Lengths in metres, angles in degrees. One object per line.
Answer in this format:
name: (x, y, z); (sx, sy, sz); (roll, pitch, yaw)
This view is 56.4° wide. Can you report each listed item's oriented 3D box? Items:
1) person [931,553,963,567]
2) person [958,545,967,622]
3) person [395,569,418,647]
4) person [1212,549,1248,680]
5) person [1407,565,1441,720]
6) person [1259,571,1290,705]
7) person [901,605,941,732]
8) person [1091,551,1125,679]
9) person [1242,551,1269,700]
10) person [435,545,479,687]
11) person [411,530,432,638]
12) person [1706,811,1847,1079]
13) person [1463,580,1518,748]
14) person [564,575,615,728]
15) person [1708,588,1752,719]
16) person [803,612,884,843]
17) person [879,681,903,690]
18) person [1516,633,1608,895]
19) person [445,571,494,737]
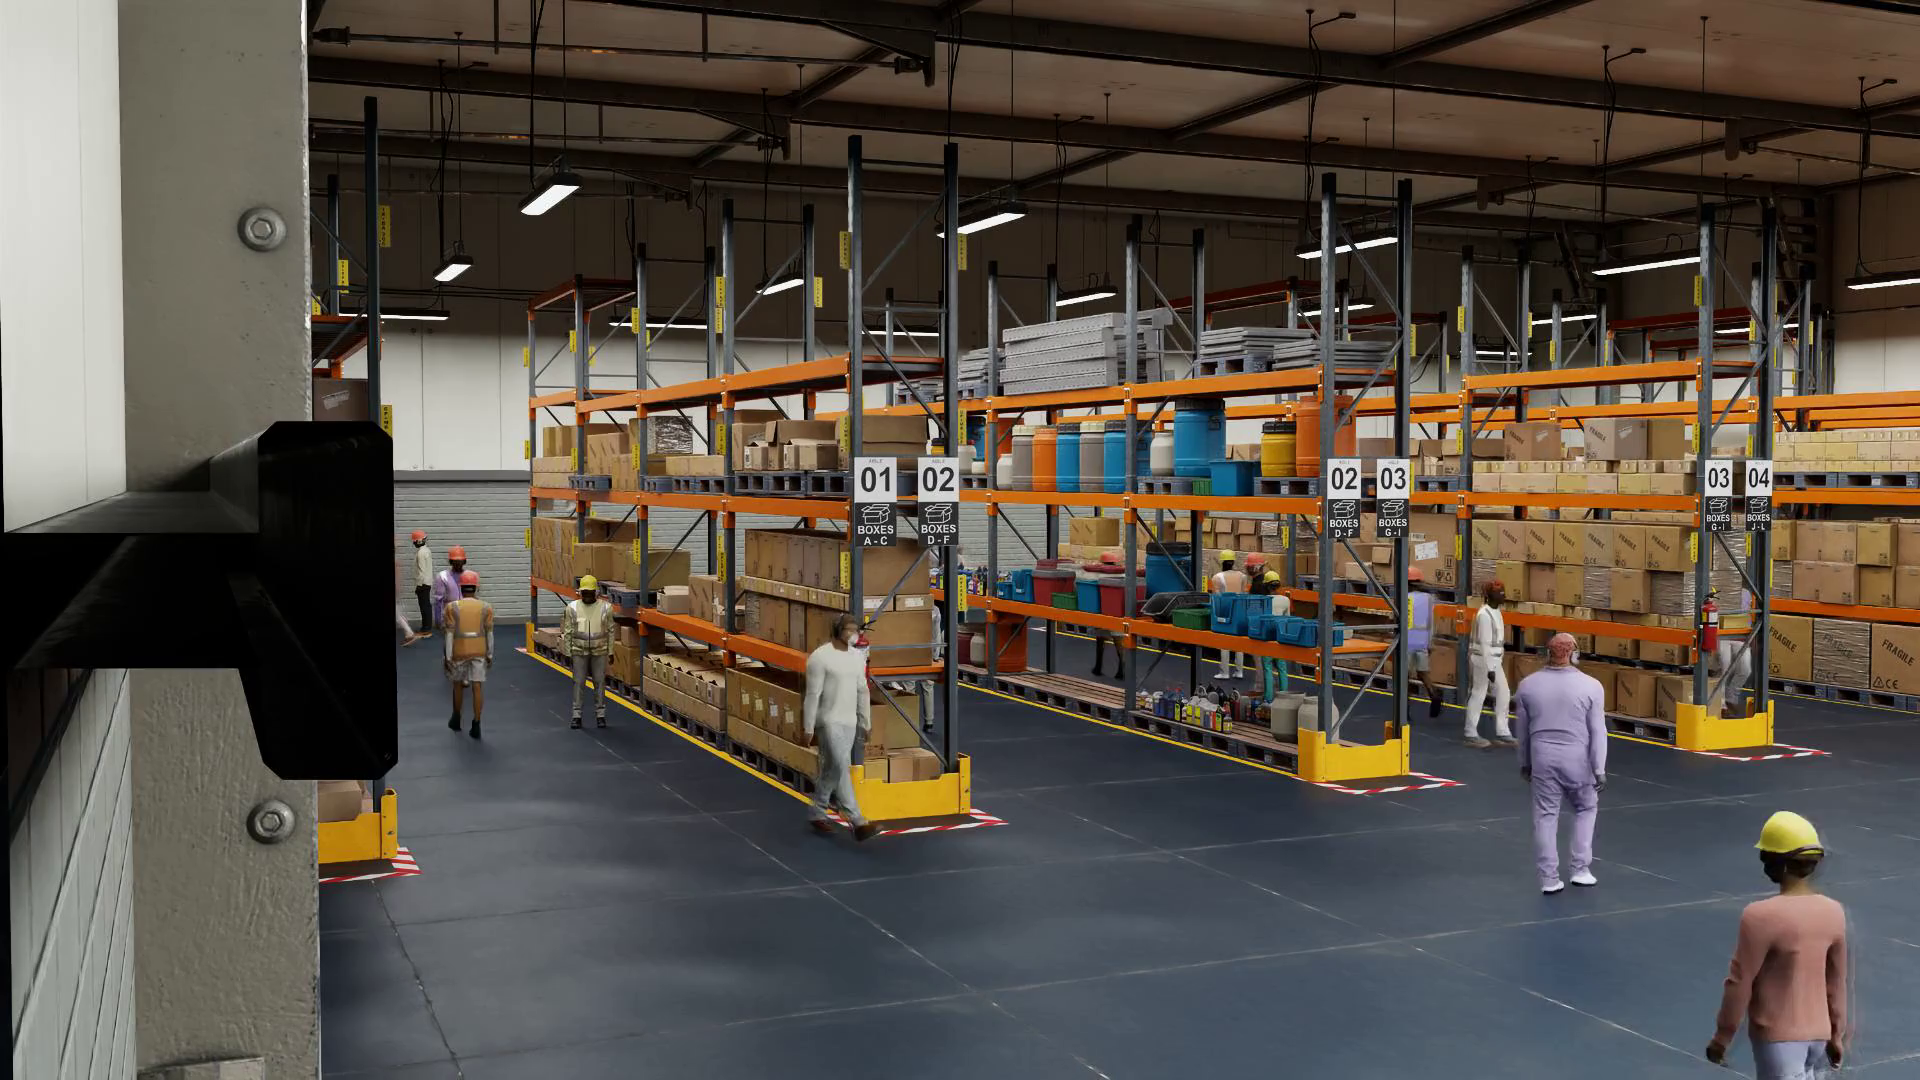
person: (-0.173, 0.859, 32.655); (0.630, 1.914, 0.969); (-1, 2, -26)
person: (-0.166, 0.886, 35.741); (0.672, 1.613, 0.530); (0, 2, 3)
person: (-9.937, 0.907, 31.118); (1.017, 1.952, 0.636); (-1, 2, -19)
person: (3.953, 1.097, 26.396); (0.594, 1.924, 0.382); (-1, 2, -24)
person: (5.604, 1.268, 22.022); (0.557, 1.923, 0.720); (-1, 2, -18)
person: (4.072, 1.291, 23.418); (0.533, 1.767, 0.321); (-1, 2, -26)
person: (-0.516, 1.347, 21.042); (0.596, 1.837, 0.404); (-1, 2, -21)
person: (2.239, 1.106, 26.648); (0.566, 1.898, 0.986); (-1, 2, -19)
person: (4.022, 1.149, 24.230); (0.390, 1.997, 0.620); (0, 2, 5)
person: (-7.236, 1.079, 25.768); (0.613, 2.023, 0.790); (-1, 2, -24)
person: (-9.958, 0.809, 33.136); (0.393, 1.987, 0.608); (0, 2, -5)
person: (3.278, 1.938, 7.009); (0.527, 1.731, 0.871); (-1, 2, -28)
person: (5.936, 1.376, 19.854); (0.764, 1.862, 0.630); (1, 3, 33)
person: (-4.448, 1.332, 21.506); (0.602, 1.828, 0.404); (0, 2, -11)
person: (9.539, 1.260, 22.216); (0.651, 1.918, 0.457); (0, 2, -8)
person: (-0.931, 1.556, 14.906); (1.010, 1.886, 0.634); (2, 3, 39)
person: (-0.985, 1.183, 24.992); (0.507, 1.863, 0.325); (-2, 3, -37)
person: (4.438, 1.623, 13.123); (0.680, 1.883, 0.686); (2, 3, 36)
person: (-5.760, 1.319, 20.960); (0.573, 1.897, 0.911); (-1, 2, -25)
